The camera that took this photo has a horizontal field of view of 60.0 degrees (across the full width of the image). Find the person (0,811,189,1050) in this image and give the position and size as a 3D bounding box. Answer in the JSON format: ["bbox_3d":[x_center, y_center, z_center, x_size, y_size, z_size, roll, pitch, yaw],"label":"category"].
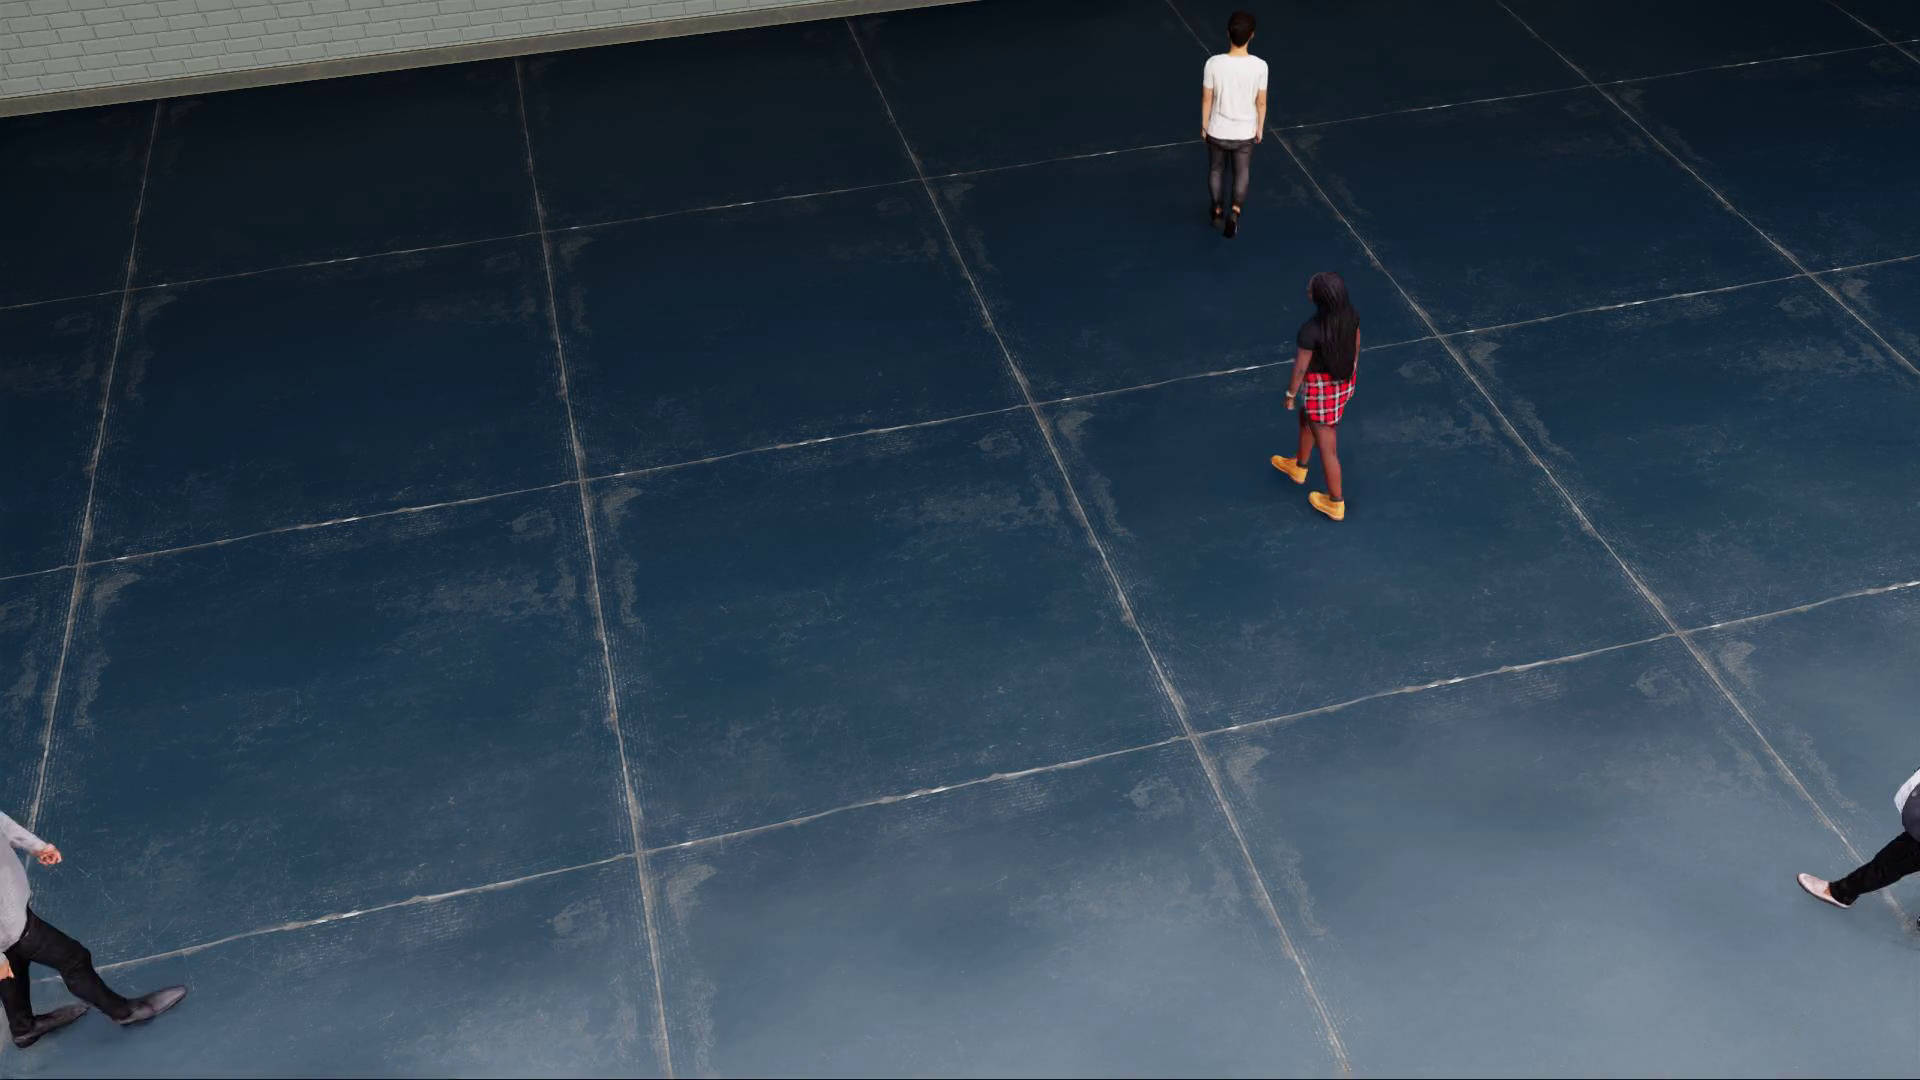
[{"bbox_3d":[-4.196,1.612,7.073,0.979,1.894,1.027,-24,48,-24],"label":"person"}]

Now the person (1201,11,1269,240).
[{"bbox_3d":[1.971,-2.980,12.128,0.833,1.706,0.985,7,43,7],"label":"person"}]

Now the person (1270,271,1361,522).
[{"bbox_3d":[2.210,-0.836,9.844,0.860,1.689,0.986,-25,48,-24],"label":"person"}]

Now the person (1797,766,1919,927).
[{"bbox_3d":[4.626,1.331,7.619,1.150,1.559,1.071,23,48,22],"label":"person"}]
